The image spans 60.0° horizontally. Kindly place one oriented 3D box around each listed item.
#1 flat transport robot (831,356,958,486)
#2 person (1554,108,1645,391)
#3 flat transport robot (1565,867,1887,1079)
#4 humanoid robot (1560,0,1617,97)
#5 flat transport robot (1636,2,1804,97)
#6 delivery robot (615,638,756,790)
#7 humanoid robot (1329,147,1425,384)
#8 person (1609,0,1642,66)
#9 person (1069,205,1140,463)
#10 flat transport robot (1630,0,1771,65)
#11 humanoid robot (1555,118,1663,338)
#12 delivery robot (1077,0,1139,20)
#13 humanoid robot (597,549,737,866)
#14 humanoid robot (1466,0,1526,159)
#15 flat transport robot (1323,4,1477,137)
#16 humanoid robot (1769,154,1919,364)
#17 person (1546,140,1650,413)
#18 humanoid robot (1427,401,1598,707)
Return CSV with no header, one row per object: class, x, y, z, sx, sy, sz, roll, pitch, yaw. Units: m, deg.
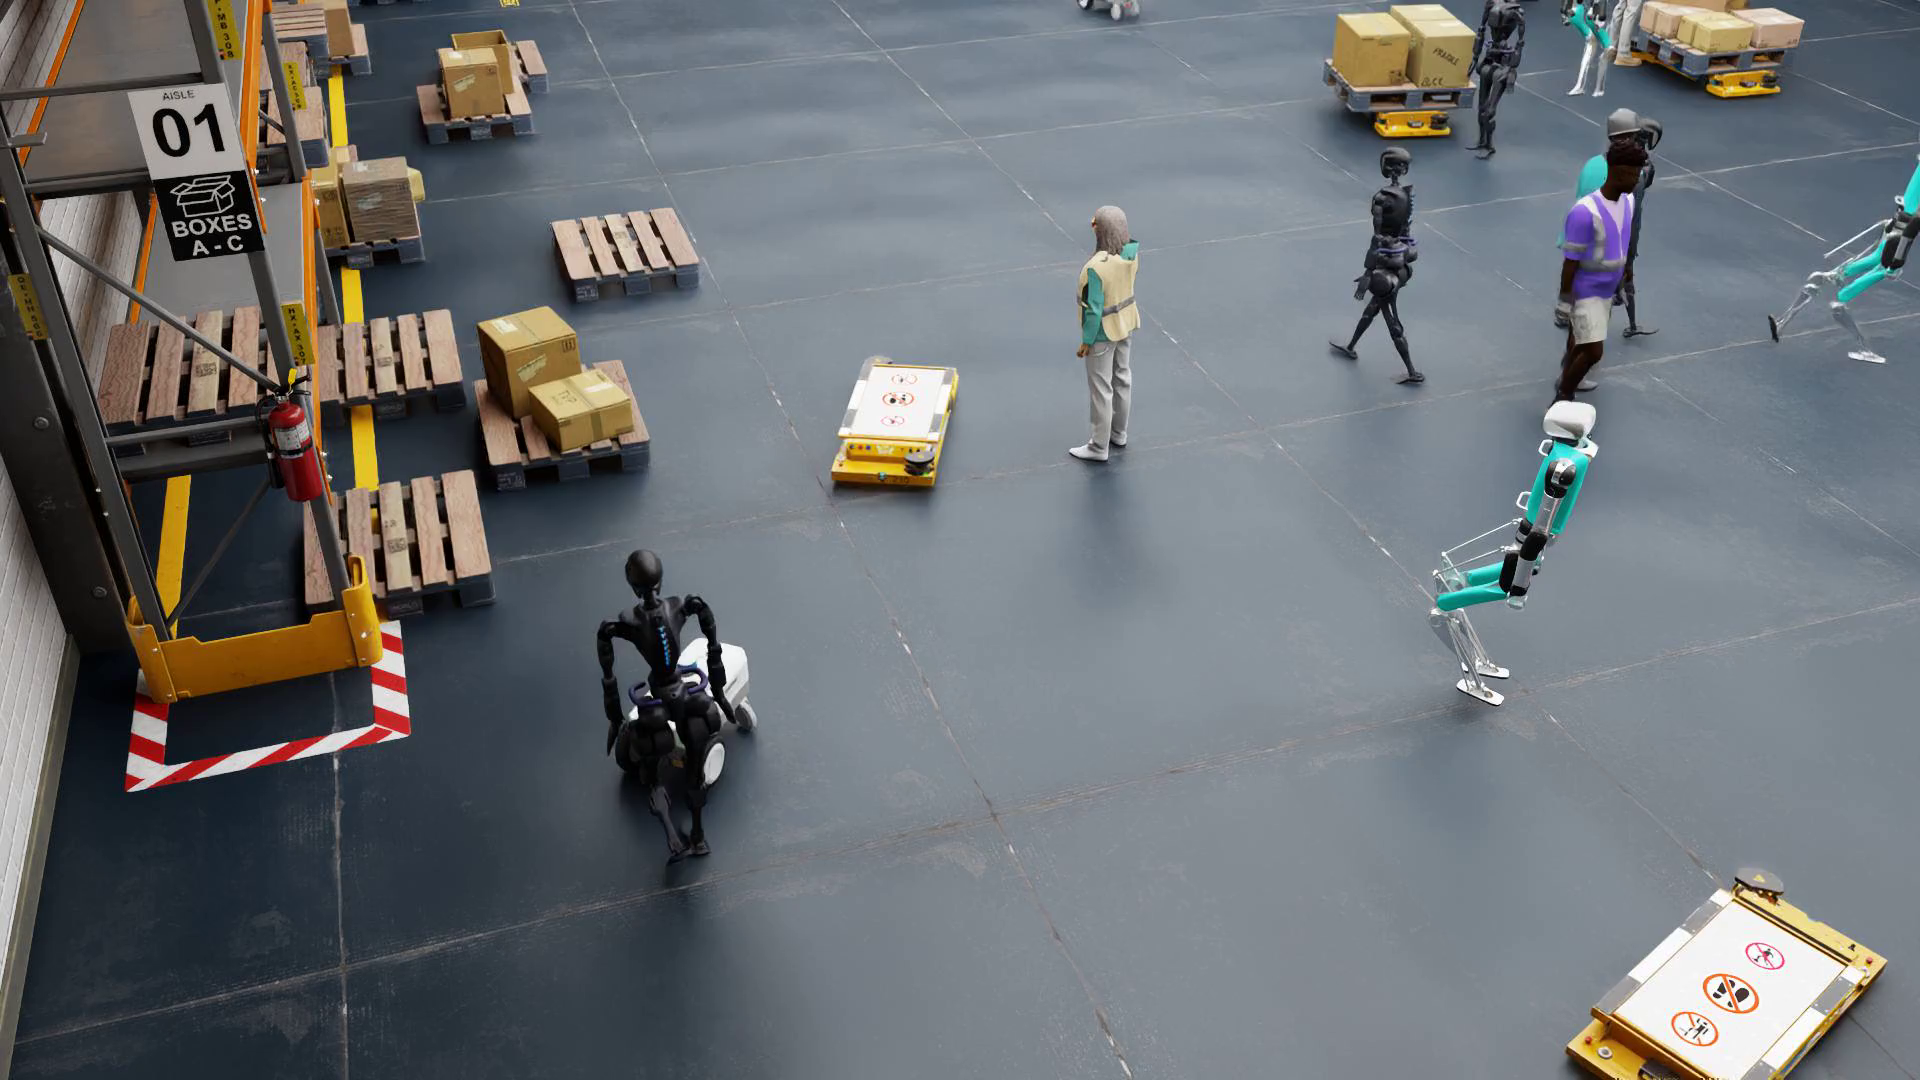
flat transport robot,-0.413,-0.807,11.097,0.659,0.231,1.431,4,33,5
person,4.382,-1.980,11.408,0.616,1.896,0.585,-11,35,-16
flat transport robot,3.215,1.915,6.921,1.431,0.231,0.659,-25,41,-33
humanoid robot,6.359,-5.319,16.705,0.784,1.806,0.563,-20,38,-28
flat transport robot,7.887,-4.965,17.474,0.659,0.231,1.431,-8,34,-12
delivery robot,-1.349,0.849,8.297,0.512,0.598,0.769,12,35,17
humanoid robot,2.974,-1.907,11.545,0.808,1.617,0.612,24,40,32
person,7.175,-5.981,17.570,0.359,1.869,0.459,-3,33,-5
person,0.941,-1.290,10.517,0.368,1.709,0.465,23,40,31
flat transport robot,7.976,-5.282,17.960,1.431,0.231,0.659,17,37,24
humanoid robot,4.833,-2.269,12.068,0.688,1.637,0.612,1,33,2
delivery robot,1.760,-6.458,19.517,0.499,0.612,0.796,-19,38,-26
humanoid robot,-1.269,0.778,7.372,0.591,1.642,0.435,-15,36,-22
humanoid robot,4.904,-4.372,15.270,0.350,1.650,0.611,-15,36,-22
flat transport robot,4.299,-4.312,16.472,0.659,0.231,1.431,-3,33,-5
humanoid robot,6.310,-2.103,11.754,0.967,1.767,0.556,13,35,19
person,4.183,-1.604,10.789,0.639,1.937,0.572,-24,40,-32
humanoid robot,2.680,0.031,8.345,0.735,1.677,0.533,16,36,23
